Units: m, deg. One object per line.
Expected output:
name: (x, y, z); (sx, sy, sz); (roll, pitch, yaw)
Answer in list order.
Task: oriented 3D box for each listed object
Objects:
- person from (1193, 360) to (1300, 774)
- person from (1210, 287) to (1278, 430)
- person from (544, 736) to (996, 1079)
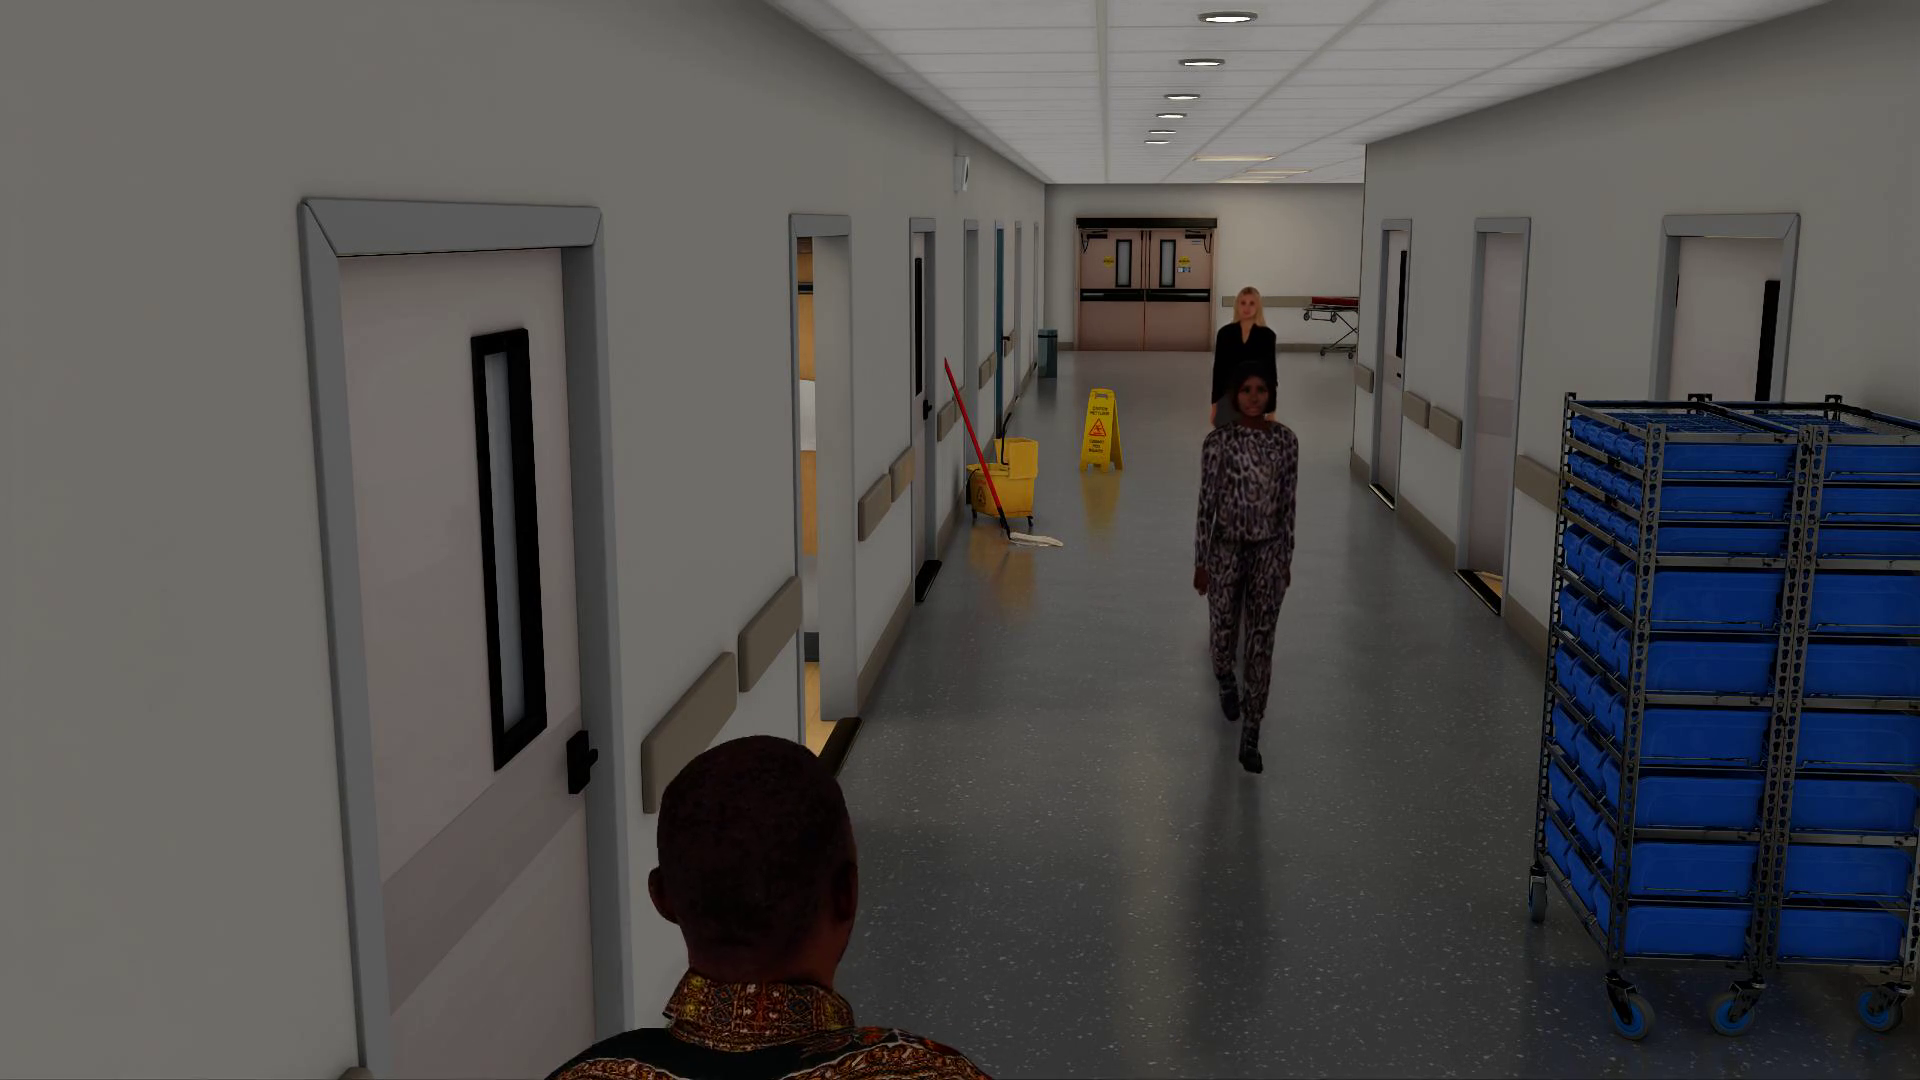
person: (1.218, 0.094, 7.149); (0.585, 1.680, 1.119); (1, 11, 4)
person: (2.033, -0.889, 11.930); (0.690, 1.830, 0.689); (3, 11, 18)
person: (-0.162, 1.084, 1.524); (0.737, 1.793, 0.897); (2, 11, 11)
